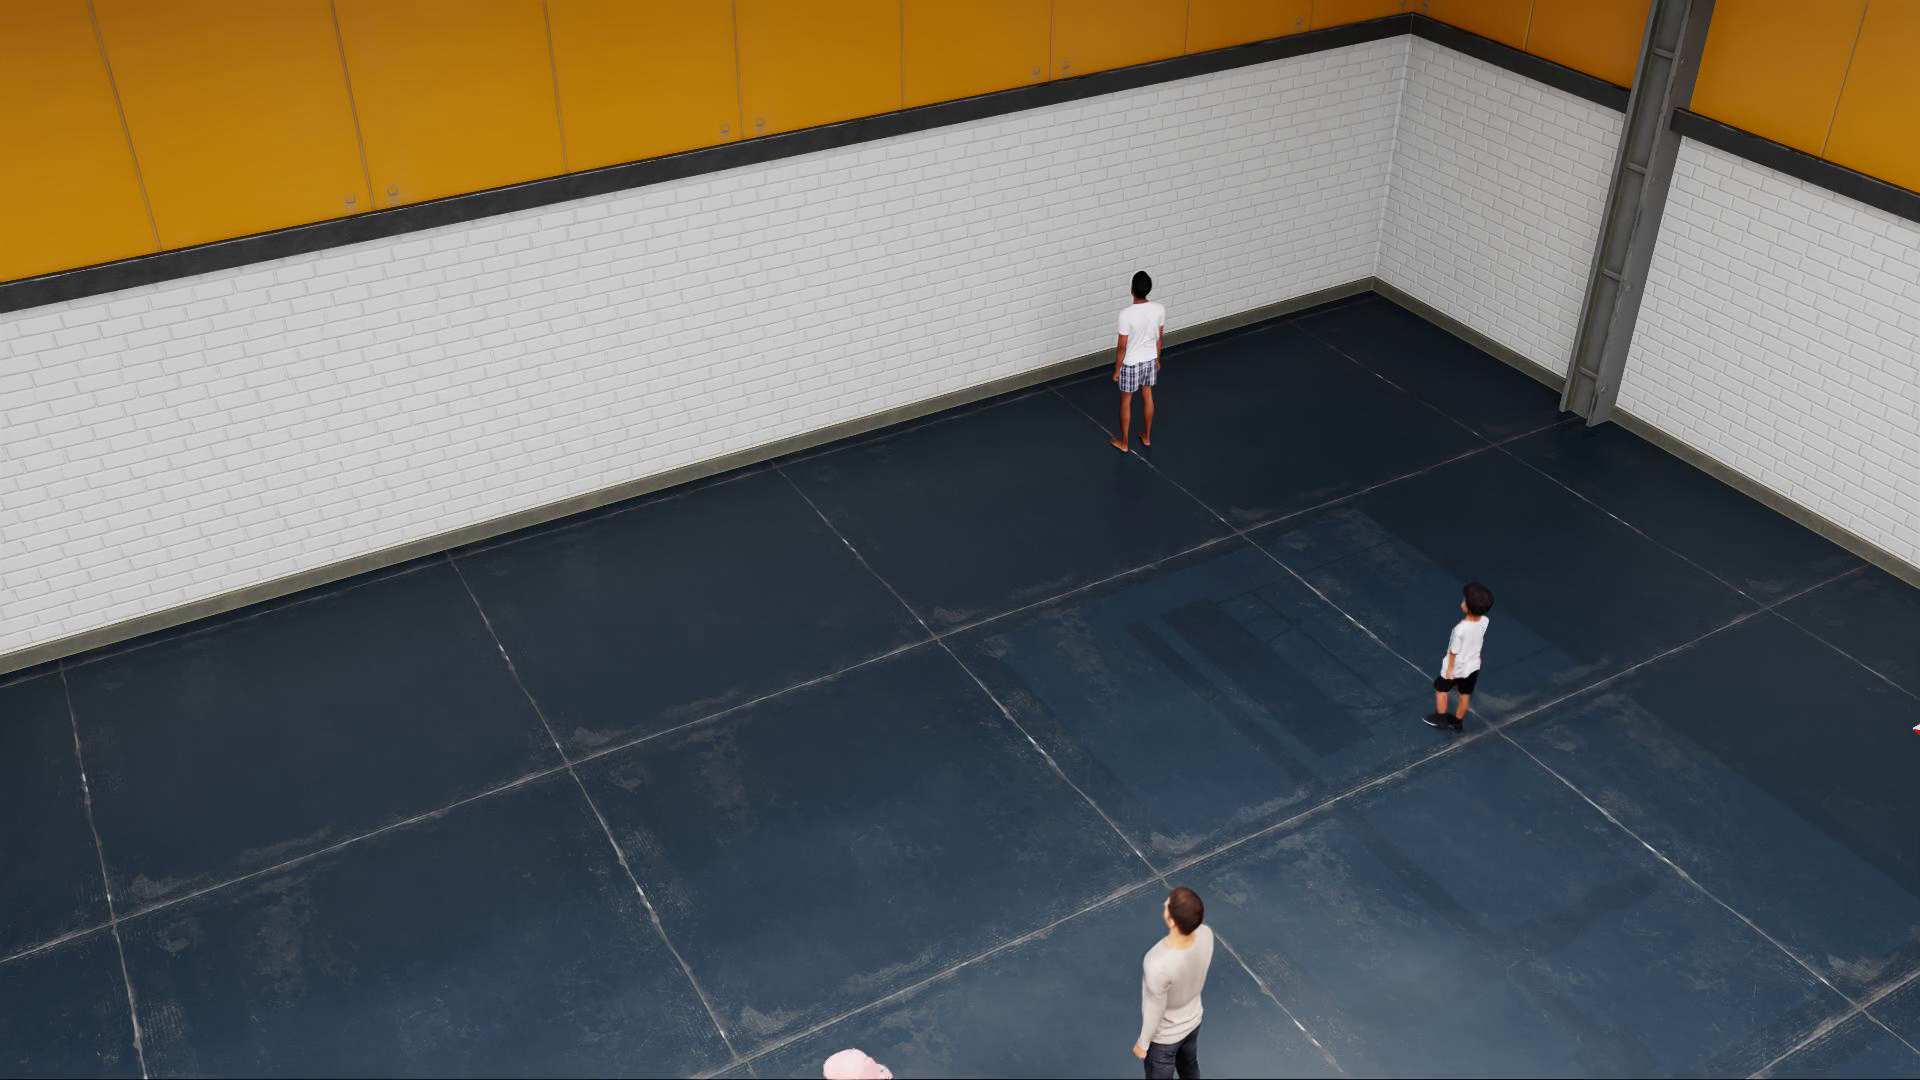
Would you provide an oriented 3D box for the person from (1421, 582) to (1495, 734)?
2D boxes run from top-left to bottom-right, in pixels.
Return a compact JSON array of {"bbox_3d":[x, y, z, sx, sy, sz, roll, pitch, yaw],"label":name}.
[{"bbox_3d":[3.605,0.873,11.781,0.505,1.252,0.518,-15,37,-22],"label":"person"}]

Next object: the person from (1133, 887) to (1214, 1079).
[{"bbox_3d":[1.113,2.532,8.731,0.664,1.867,0.720,28,43,35],"label":"person"}]

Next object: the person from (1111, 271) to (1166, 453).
[{"bbox_3d":[1.613,-1.617,15.092,0.660,1.735,0.567,-13,36,-18],"label":"person"}]

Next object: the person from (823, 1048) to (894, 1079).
[{"bbox_3d":[-0.494,3.030,8.047,0.739,1.794,0.696,-20,38,-27],"label":"person"}]
